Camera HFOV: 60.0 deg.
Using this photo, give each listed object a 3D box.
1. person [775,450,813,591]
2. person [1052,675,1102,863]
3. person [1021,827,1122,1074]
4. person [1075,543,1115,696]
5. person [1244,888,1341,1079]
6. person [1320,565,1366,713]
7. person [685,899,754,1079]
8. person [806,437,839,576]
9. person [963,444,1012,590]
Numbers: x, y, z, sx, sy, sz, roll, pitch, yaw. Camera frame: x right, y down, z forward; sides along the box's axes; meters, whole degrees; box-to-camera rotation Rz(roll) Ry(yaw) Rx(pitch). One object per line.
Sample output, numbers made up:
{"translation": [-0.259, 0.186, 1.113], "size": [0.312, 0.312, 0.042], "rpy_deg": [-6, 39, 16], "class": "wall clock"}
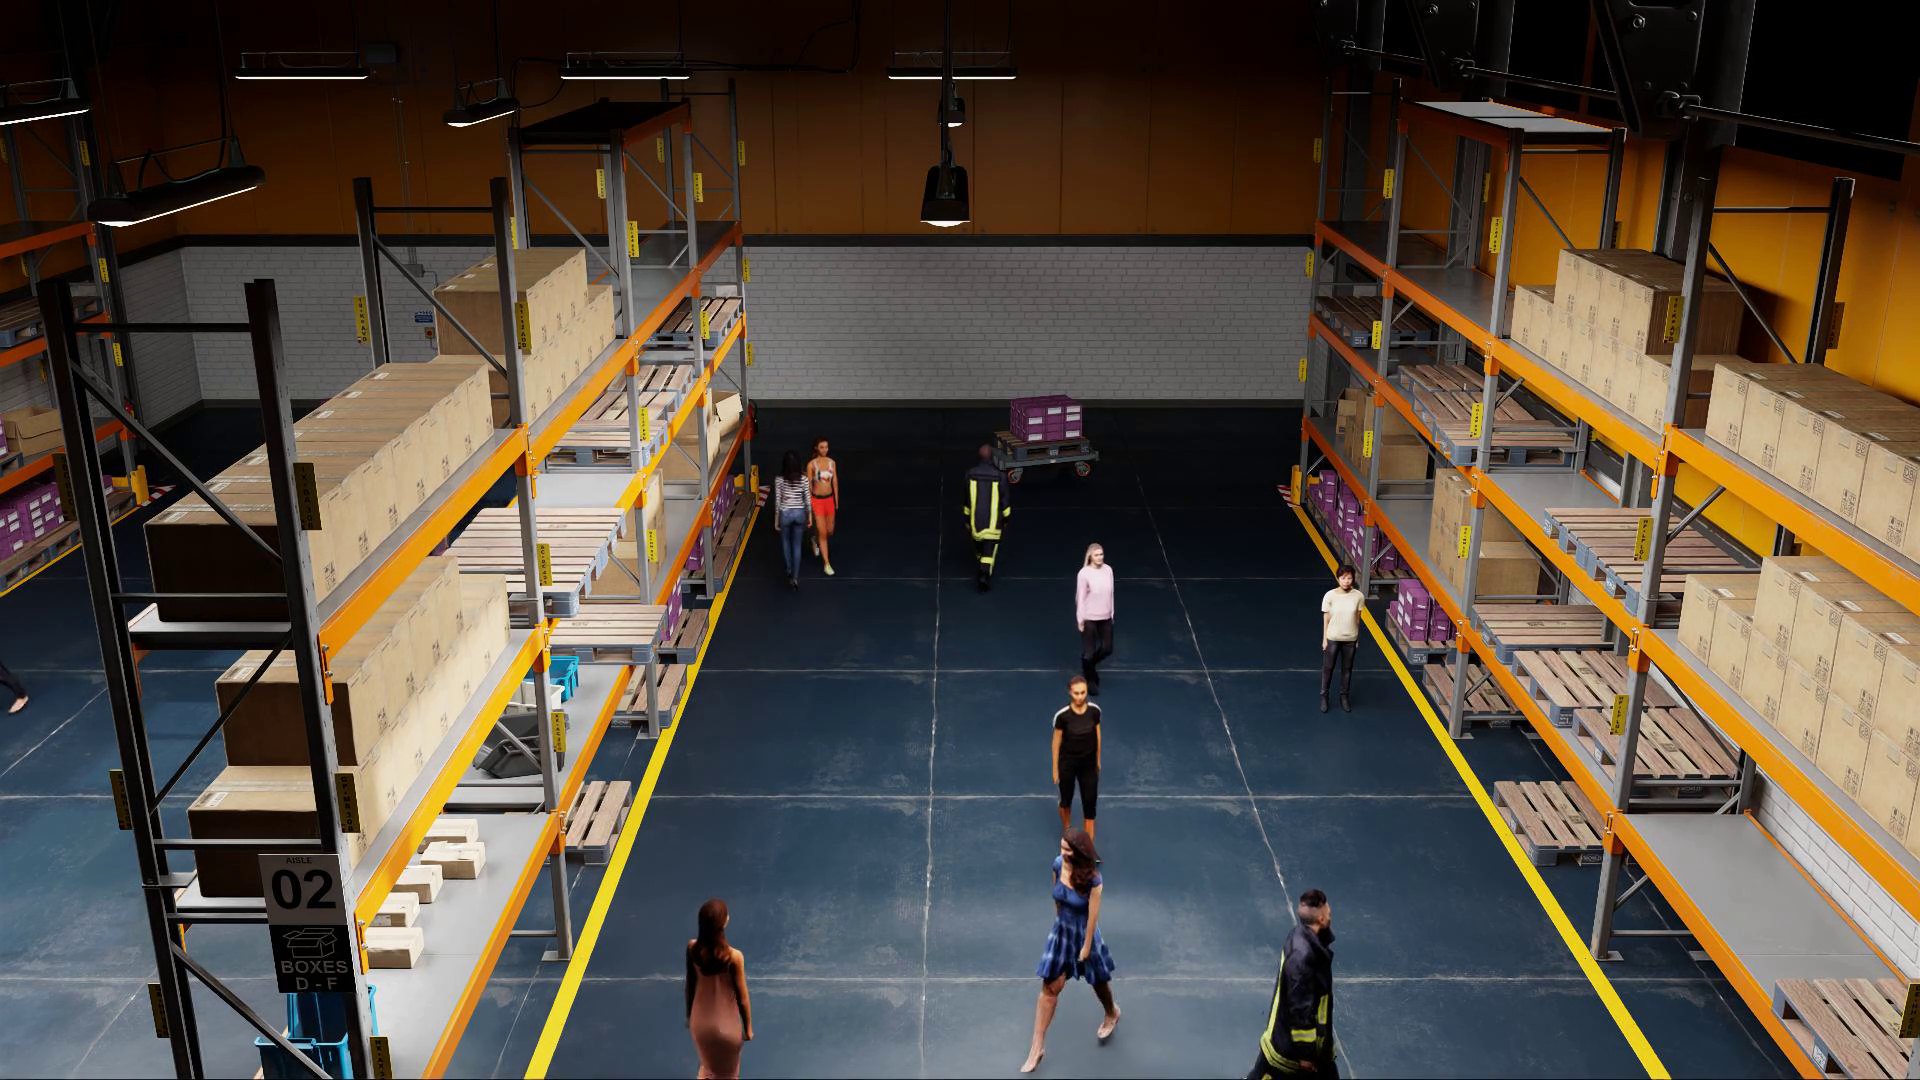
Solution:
{"translation": [-2.071, -0.199, 20.528], "size": [0.626, 1.773, 0.736], "rpy_deg": [-1, 19, -3], "class": "person"}
{"translation": [0.992, 1.911, 14.462], "size": [0.705, 1.646, 0.942], "rpy_deg": [-3, 19, -9], "class": "person"}
{"translation": [0.872, 2.822, 11.589], "size": [1.099, 1.754, 1.201], "rpy_deg": [16, 24, 39], "class": "person"}
{"translation": [1.399, 0.805, 17.698], "size": [0.734, 1.678, 0.783], "rpy_deg": [-9, 20, -24], "class": "person"}
{"translation": [2.087, 3.087, 10.684], "size": [1.152, 1.829, 1.239], "rpy_deg": [9, 20, 24], "class": "person"}
{"translation": [3.942, 1.012, 17.222], "size": [0.589, 1.588, 0.461], "rpy_deg": [0, 19, -1], "class": "person"}
{"translation": [-1.595, 3.134, 10.560], "size": [0.745, 1.818, 0.834], "rpy_deg": [7, 20, 21], "class": "person"}
{"translation": [-1.794, -0.474, 21.346], "size": [0.877, 1.773, 1.091], "rpy_deg": [-9, 21, -25], "class": "person"}
{"translation": [0.316, -0.278, 20.734], "size": [0.898, 1.792, 1.236], "rpy_deg": [4, 19, 11], "class": "person"}
